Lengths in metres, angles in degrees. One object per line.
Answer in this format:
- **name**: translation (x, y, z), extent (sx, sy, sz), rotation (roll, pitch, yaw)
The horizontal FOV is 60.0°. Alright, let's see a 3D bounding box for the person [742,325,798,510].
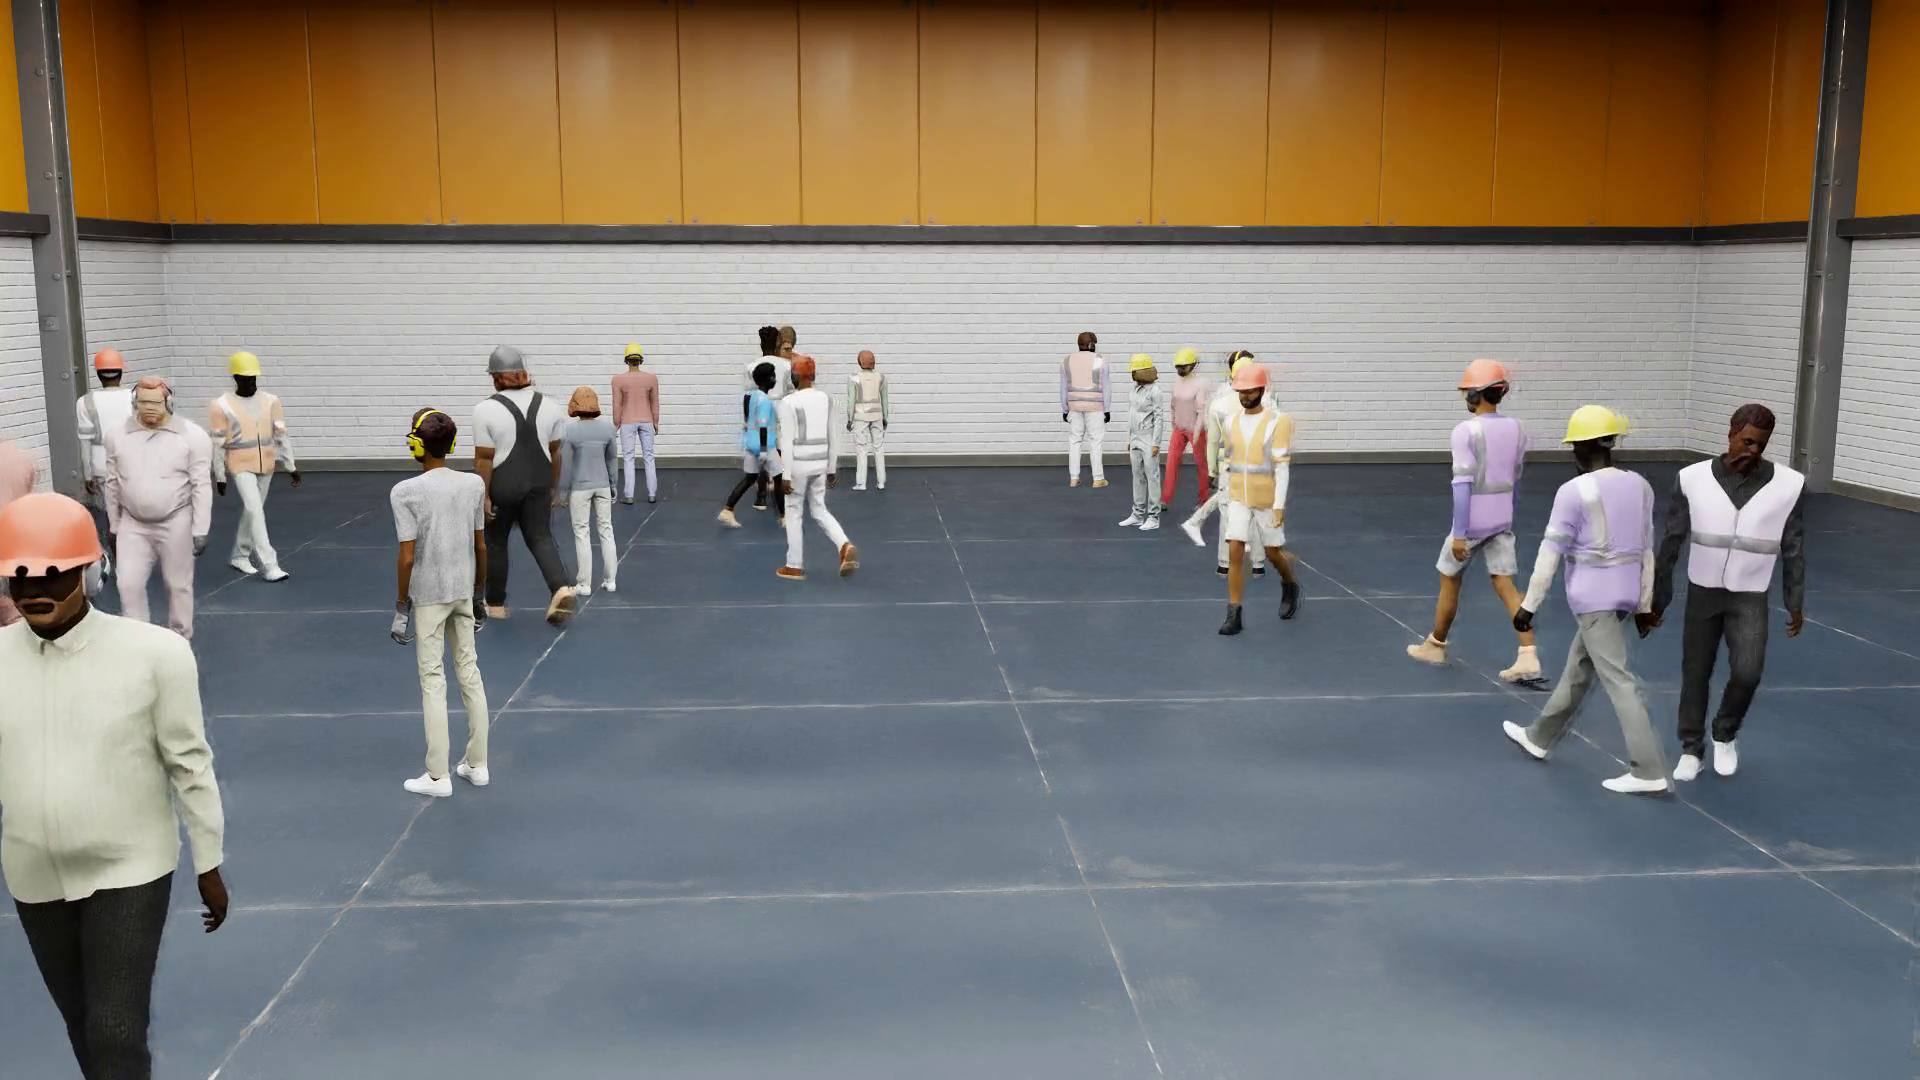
- **person**: translation (-2.028, -1.304, 17.774), extent (0.604, 1.966, 0.367), rotation (-2, 9, -15)

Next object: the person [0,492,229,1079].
- **person**: translation (-2.231, 0.871, 4.117), extent (0.659, 1.960, 0.887), rotation (-1, 9, -4)

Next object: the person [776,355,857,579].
- **person**: translation (-1.197, -0.573, 13.534), extent (0.743, 1.866, 0.582), rotation (8, 12, 42)

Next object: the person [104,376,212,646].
- **person**: translation (-4.992, -0.075, 10.326), extent (0.661, 1.878, 0.718), rotation (-1, 9, -9)

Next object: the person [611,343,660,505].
- **person**: translation (-3.540, -1.265, 18.166), extent (0.525, 1.769, 0.310), rotation (-4, 10, -25)

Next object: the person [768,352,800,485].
- **person**: translation (-2.045, -1.377, 19.390), extent (0.575, 1.605, 0.374), rotation (4, 10, 22)

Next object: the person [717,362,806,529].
- **person**: translation (-1.988, -0.921, 16.322), extent (0.842, 1.660, 0.529), rotation (-3, 10, -20)

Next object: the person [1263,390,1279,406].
- **person**: translation (2.859, -0.899, 16.245), extent (0.514, 1.644, 0.308), rotation (-2, 9, -9)

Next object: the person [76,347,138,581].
- **person**: translation (-6.753, -0.580, 13.352), extent (0.561, 1.927, 0.522), rotation (-5, 10, -28)

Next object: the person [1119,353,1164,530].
- **person**: translation (1.797, -0.968, 16.393), extent (0.322, 1.735, 0.487), rotation (-5, 10, -29)

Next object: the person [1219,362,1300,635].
- **person**: translation (2.120, -0.312, 11.767), extent (0.560, 1.912, 0.886), rotation (7, 11, 36)

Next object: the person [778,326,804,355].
- **person**: translation (-2.046, -1.598, 19.823), extent (0.636, 1.899, 0.887), rotation (3, 9, 16)

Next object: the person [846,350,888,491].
- **person**: translation (-1.072, -1.381, 19.291), extent (0.523, 1.638, 0.310), rotation (-4, 10, -25)

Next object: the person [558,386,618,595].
- **person**: translation (-2.913, -0.385, 13.051), extent (0.507, 1.632, 0.265), rotation (-8, 12, -40)

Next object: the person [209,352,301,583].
- **person**: translation (-5.815, -0.605, 13.676), extent (0.988, 1.878, 0.605), rotation (6, 11, 35)

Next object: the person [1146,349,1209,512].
- **person**: translation (2.331, -1.131, 17.425), extent (0.864, 1.719, 0.550), rotation (-8, 12, -40)

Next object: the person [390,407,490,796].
- **person**: translation (-2.506, 0.298, 8.019), extent (0.328, 1.874, 0.513), rotation (7, 12, 38)

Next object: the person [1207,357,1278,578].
- **person**: translation (2.333, -0.590, 13.723), extent (0.597, 1.829, 0.404), rotation (1, 9, 6)

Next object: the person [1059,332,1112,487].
- **person**: translation (1.497, -1.536, 19.645), extent (0.619, 1.839, 0.430), rotation (4, 10, 22)

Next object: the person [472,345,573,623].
- **person**: translation (-3.157, -0.407, 11.917), extent (0.685, 2.000, 0.912), rotation (-8, 12, -41)

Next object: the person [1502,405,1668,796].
- **person**: translation (3.099, 0.272, 8.187), extent (0.610, 1.860, 1.024), rotation (-6, 11, -31)

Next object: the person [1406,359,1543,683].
- **person**: translation (3.261, -0.123, 10.311), extent (0.629, 1.992, 1.063), rotation (-5, 10, -27)

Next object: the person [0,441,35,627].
- **person**: translation (-5.362, 0.140, 9.066), extent (0.990, 1.844, 0.642), rotation (5, 10, 28)

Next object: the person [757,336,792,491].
- **person**: translation (-2.048, -1.427, 19.063), extent (0.888, 1.802, 0.577), rotation (5, 10, 29)

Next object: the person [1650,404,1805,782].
- **person**: translation (3.742, 0.271, 8.127), extent (0.697, 1.887, 0.449), rotation (4, 10, 22)

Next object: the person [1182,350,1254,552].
- **person**: translation (2.449, -0.813, 15.102), extent (0.889, 1.841, 0.519), rotation (4, 10, 26)
